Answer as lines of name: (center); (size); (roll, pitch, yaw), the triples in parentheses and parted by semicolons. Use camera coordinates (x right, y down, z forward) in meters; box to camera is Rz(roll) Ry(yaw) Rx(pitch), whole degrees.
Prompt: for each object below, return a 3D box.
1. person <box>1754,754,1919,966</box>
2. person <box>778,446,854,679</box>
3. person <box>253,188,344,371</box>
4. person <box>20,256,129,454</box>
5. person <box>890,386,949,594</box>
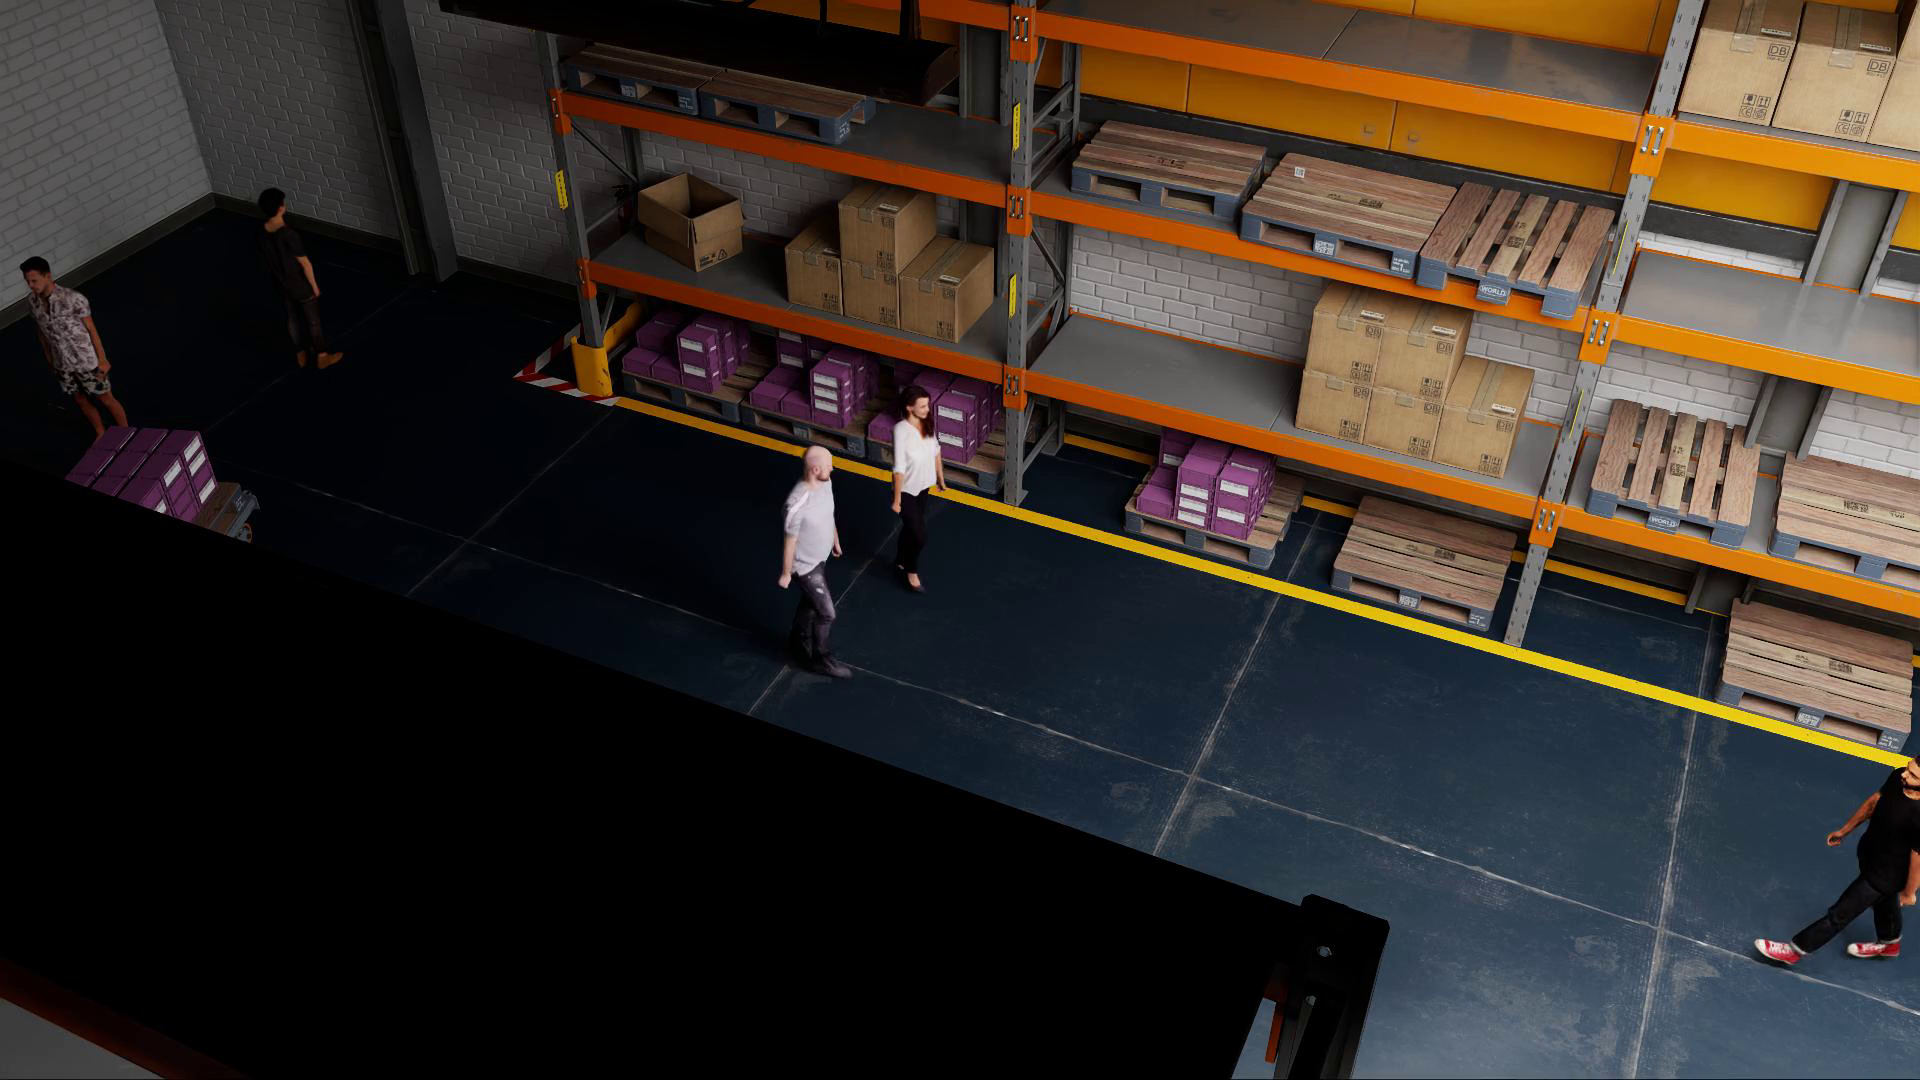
person: (5.335, 1.839, 9.449); (1.198, 1.712, 0.869); (5, 39, 6)
person: (-1.118, 0.115, 11.535); (0.785, 1.803, 0.735); (18, 42, 21)
person: (-5.870, -2.287, 14.614); (0.513, 1.715, 0.704); (11, 40, 14)
person: (-7.203, -1.521, 13.579); (0.638, 1.809, 0.807); (4, 39, 5)
person: (-0.432, -0.385, 12.180); (0.660, 1.779, 0.658); (22, 43, 25)
